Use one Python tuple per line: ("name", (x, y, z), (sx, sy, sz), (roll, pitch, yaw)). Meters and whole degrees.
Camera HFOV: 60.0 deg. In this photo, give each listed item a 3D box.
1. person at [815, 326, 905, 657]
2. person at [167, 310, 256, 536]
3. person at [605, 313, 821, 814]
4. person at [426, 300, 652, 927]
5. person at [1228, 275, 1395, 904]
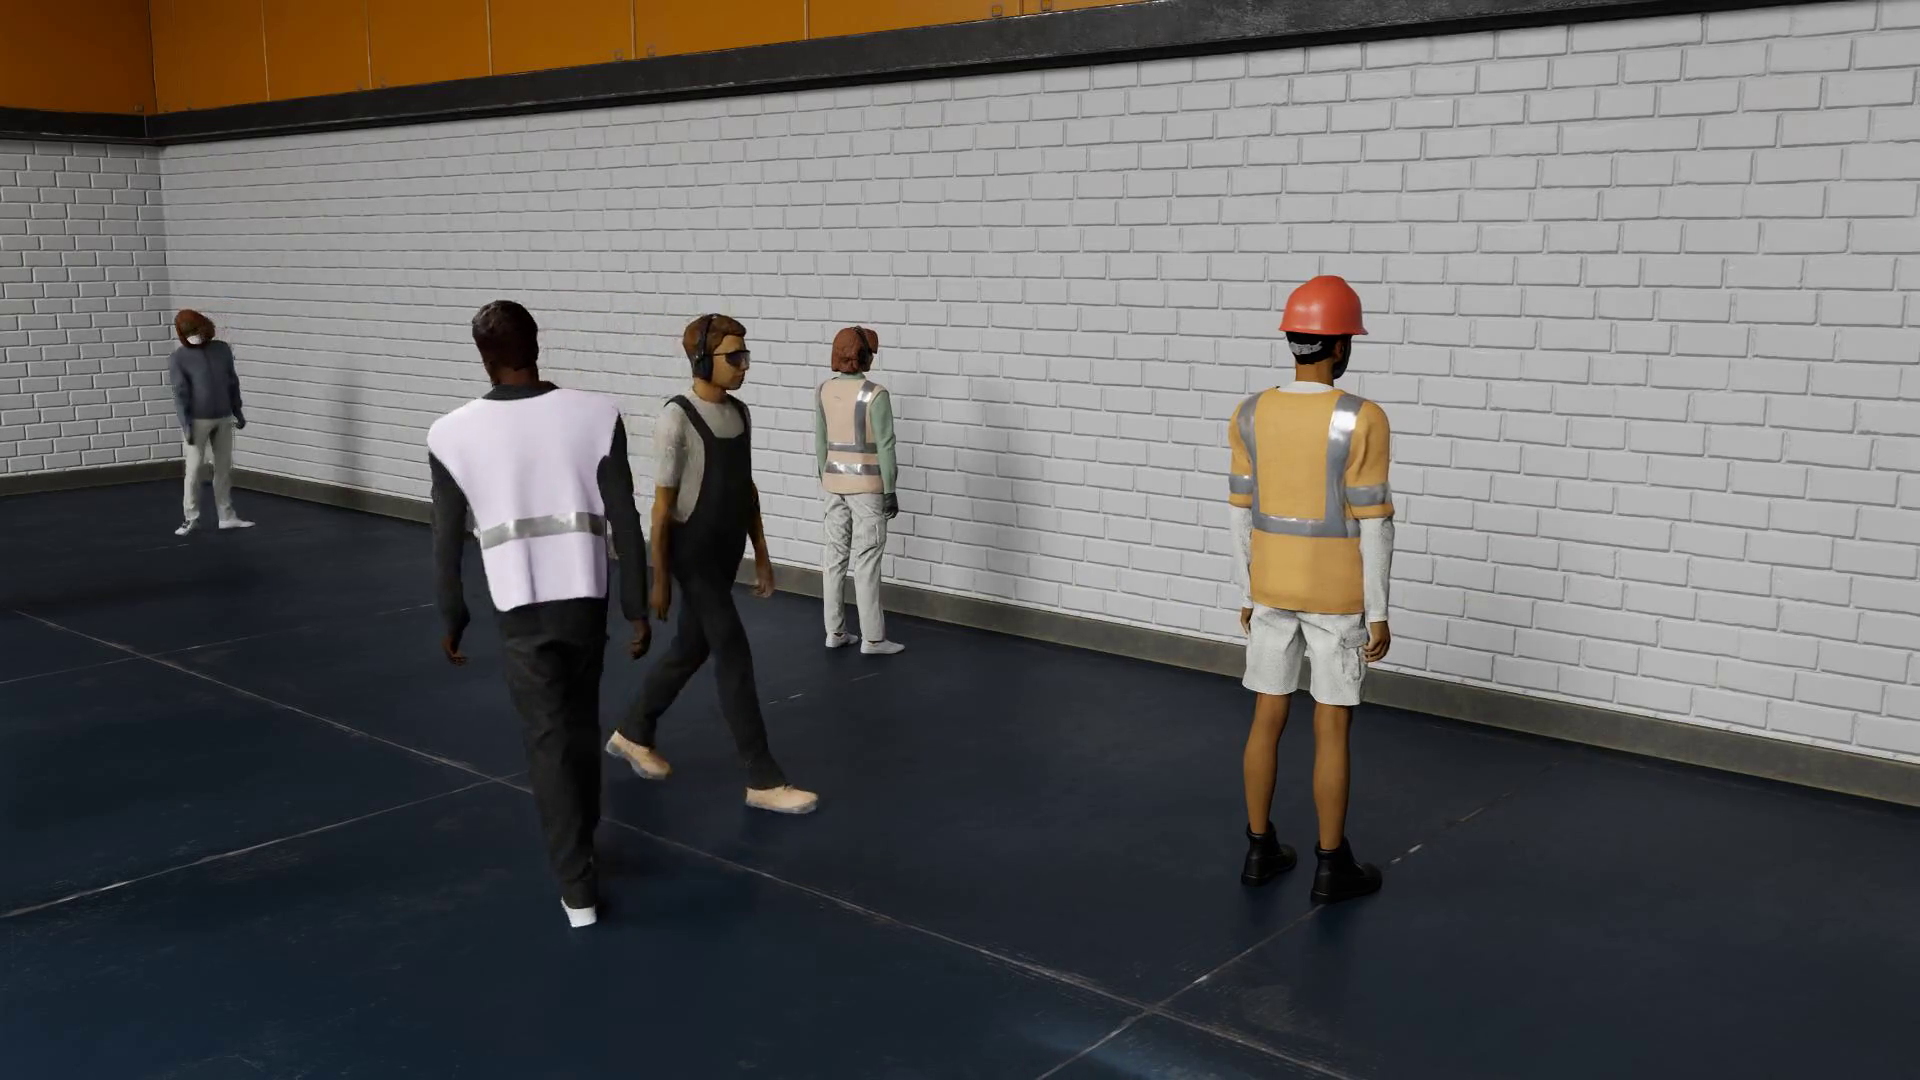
("person", (-0.515, -0.237, 8.274), (0.514, 1.641, 0.307), (8, 13, 39))
("person", (-5.297, -0.835, 11.810), (0.320, 1.596, 0.596), (6, 11, 29))
("person", (-0.964, 0.068, 6.106), (0.969, 1.805, 0.534), (4, 11, 23))
("person", (-1.295, 0.205, 5.130), (0.609, 1.854, 0.825), (-4, 11, -21))
("person", (1.094, 0.159, 5.169), (0.545, 1.939, 0.354), (8, 13, 39))
